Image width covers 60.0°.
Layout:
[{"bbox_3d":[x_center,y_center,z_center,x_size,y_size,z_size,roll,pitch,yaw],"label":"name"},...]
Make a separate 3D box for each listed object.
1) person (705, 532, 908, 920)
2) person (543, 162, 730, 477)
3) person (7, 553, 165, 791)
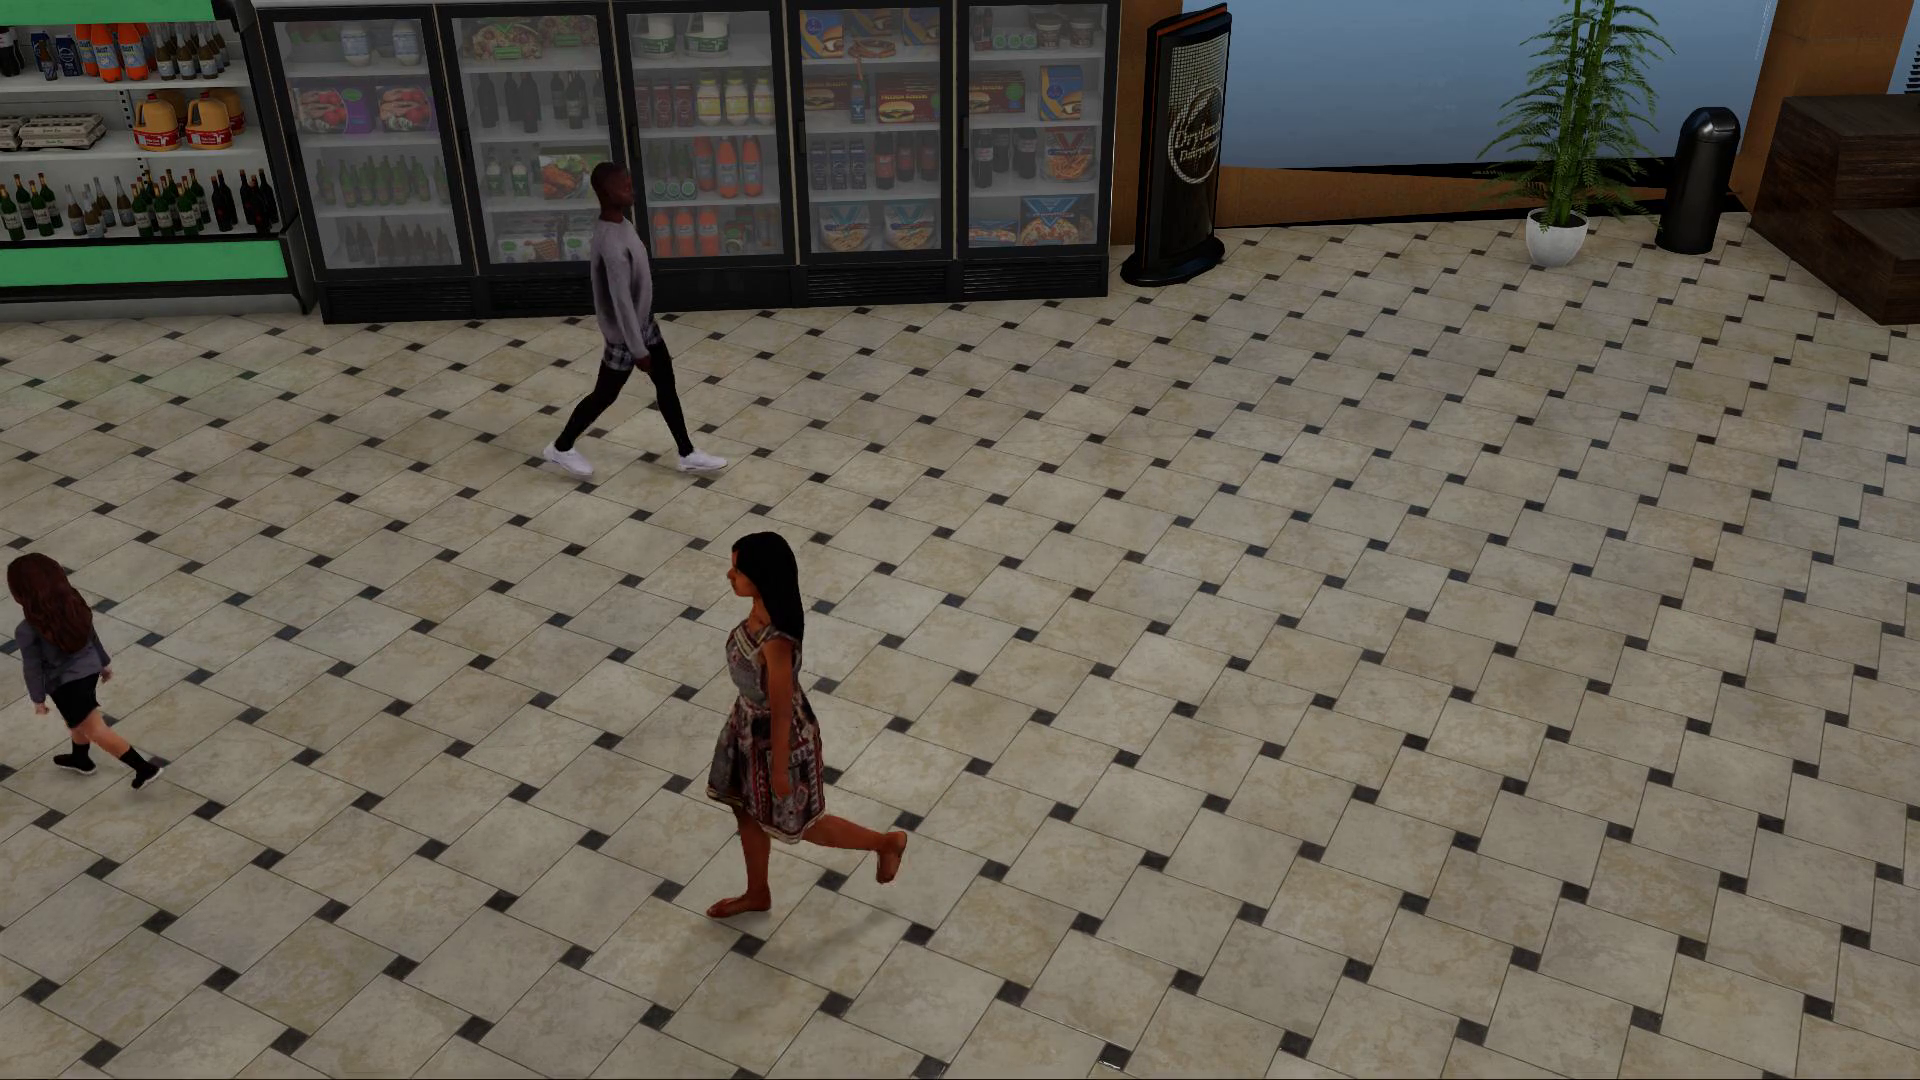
[{"bbox_3d":[-0.564,0.692,5.832,1.040,1.625,0.764,-9,33,-14],"label":"person"},{"bbox_3d":[-1.819,-1.065,8.553,1.204,1.732,0.663,-1,32,-2],"label":"person"},{"bbox_3d":[-3.472,0.544,6.579,0.847,1.087,0.647,7,33,11],"label":"person"}]
